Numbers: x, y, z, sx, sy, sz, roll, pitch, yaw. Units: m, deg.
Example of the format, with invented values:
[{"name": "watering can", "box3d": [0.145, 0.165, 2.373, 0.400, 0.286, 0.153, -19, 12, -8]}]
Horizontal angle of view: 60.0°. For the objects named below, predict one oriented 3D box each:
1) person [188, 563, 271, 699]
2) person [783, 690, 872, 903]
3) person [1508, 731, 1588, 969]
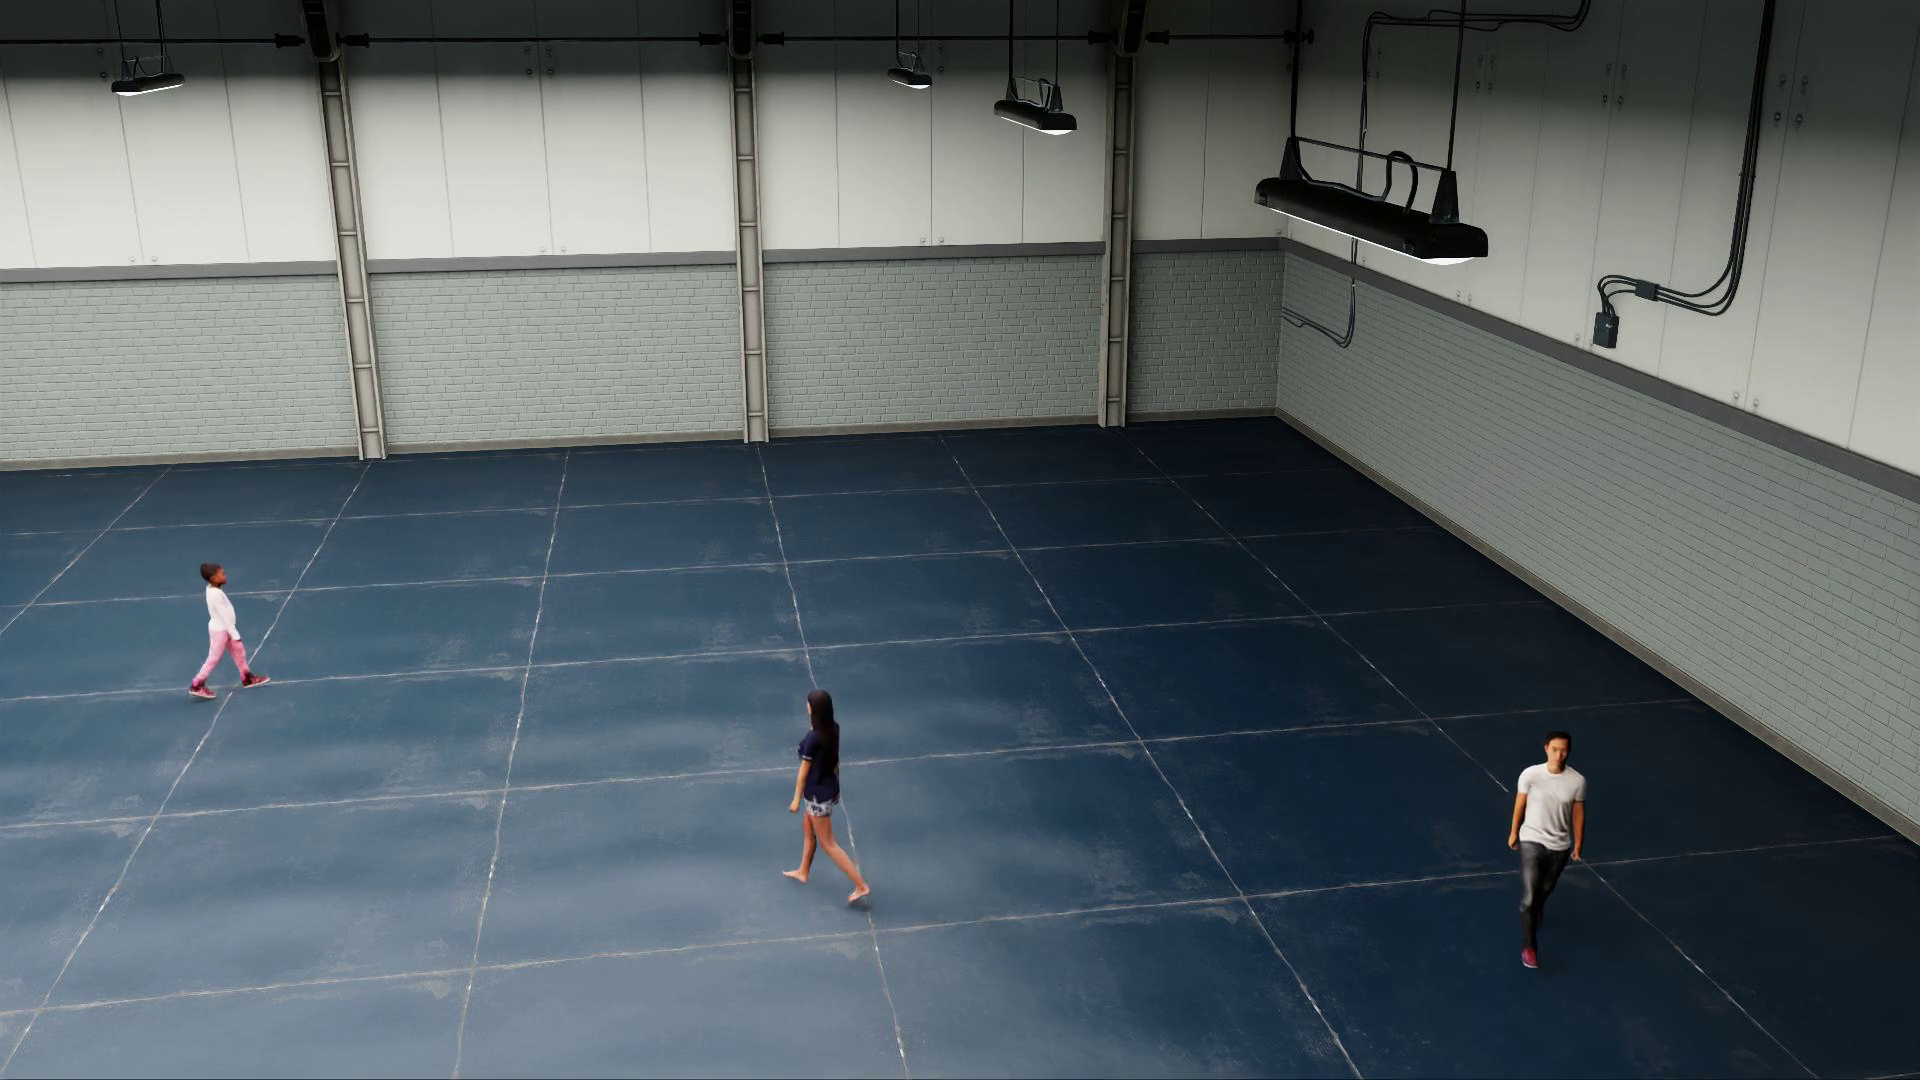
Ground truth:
[{"name": "person", "box3d": [-7.635, 0.940, 17.018, 1.047, 1.419, 0.709, -8, 20, -23]}, {"name": "person", "box3d": [-1.026, 2.054, 13.099, 1.161, 1.729, 1.013, 9, 20, 25]}, {"name": "person", "box3d": [4.393, 2.231, 12.491, 1.171, 1.769, 0.985, 3, 18, 9]}]
